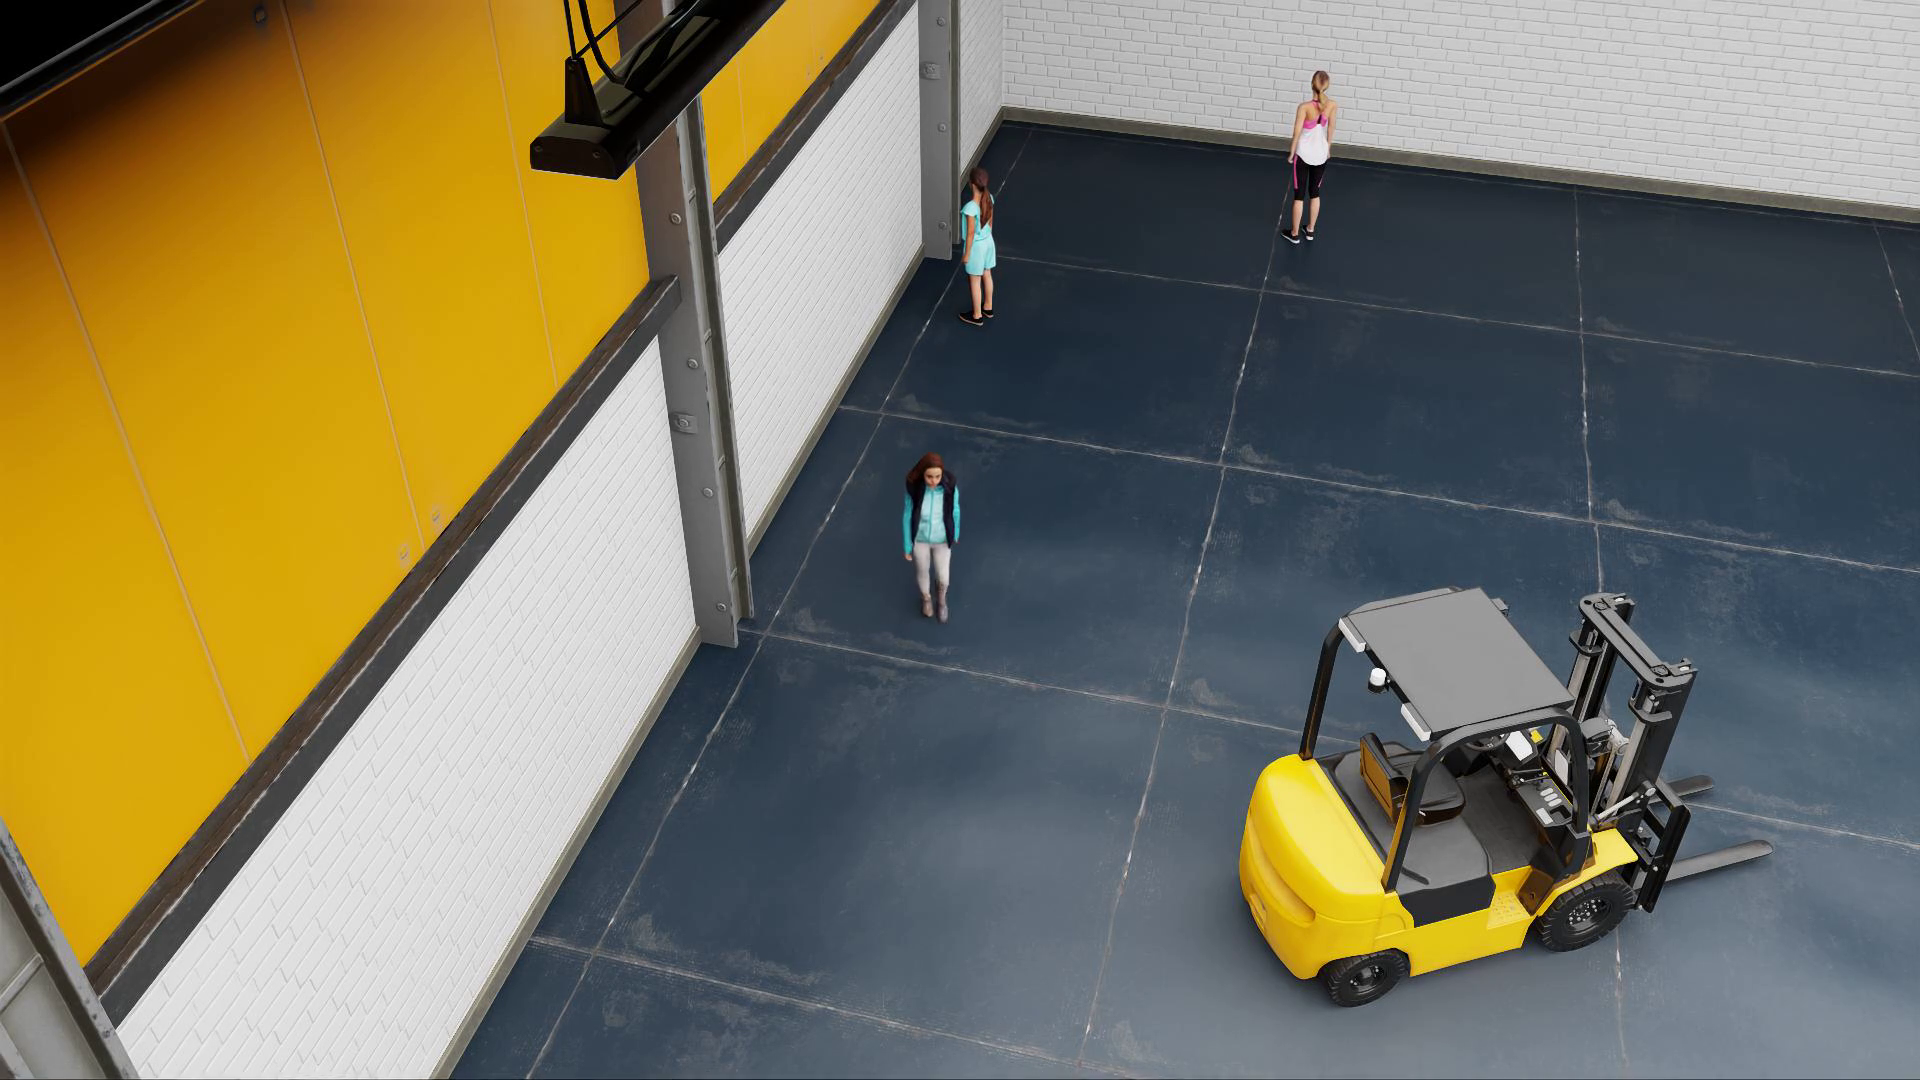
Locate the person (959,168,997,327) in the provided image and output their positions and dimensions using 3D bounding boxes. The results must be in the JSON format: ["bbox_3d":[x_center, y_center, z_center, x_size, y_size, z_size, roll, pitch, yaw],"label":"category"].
[{"bbox_3d":[0.172,-2.724,15.384,0.689,1.558,0.590,28,46,30],"label":"person"}]

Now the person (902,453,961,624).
[{"bbox_3d":[-0.225,-0.078,12.128,0.663,1.486,0.701,-2,39,-2],"label":"person"}]

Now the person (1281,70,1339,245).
[{"bbox_3d":[3.495,-3.811,16.560,0.682,1.788,0.694,-11,40,-14],"label":"person"}]
